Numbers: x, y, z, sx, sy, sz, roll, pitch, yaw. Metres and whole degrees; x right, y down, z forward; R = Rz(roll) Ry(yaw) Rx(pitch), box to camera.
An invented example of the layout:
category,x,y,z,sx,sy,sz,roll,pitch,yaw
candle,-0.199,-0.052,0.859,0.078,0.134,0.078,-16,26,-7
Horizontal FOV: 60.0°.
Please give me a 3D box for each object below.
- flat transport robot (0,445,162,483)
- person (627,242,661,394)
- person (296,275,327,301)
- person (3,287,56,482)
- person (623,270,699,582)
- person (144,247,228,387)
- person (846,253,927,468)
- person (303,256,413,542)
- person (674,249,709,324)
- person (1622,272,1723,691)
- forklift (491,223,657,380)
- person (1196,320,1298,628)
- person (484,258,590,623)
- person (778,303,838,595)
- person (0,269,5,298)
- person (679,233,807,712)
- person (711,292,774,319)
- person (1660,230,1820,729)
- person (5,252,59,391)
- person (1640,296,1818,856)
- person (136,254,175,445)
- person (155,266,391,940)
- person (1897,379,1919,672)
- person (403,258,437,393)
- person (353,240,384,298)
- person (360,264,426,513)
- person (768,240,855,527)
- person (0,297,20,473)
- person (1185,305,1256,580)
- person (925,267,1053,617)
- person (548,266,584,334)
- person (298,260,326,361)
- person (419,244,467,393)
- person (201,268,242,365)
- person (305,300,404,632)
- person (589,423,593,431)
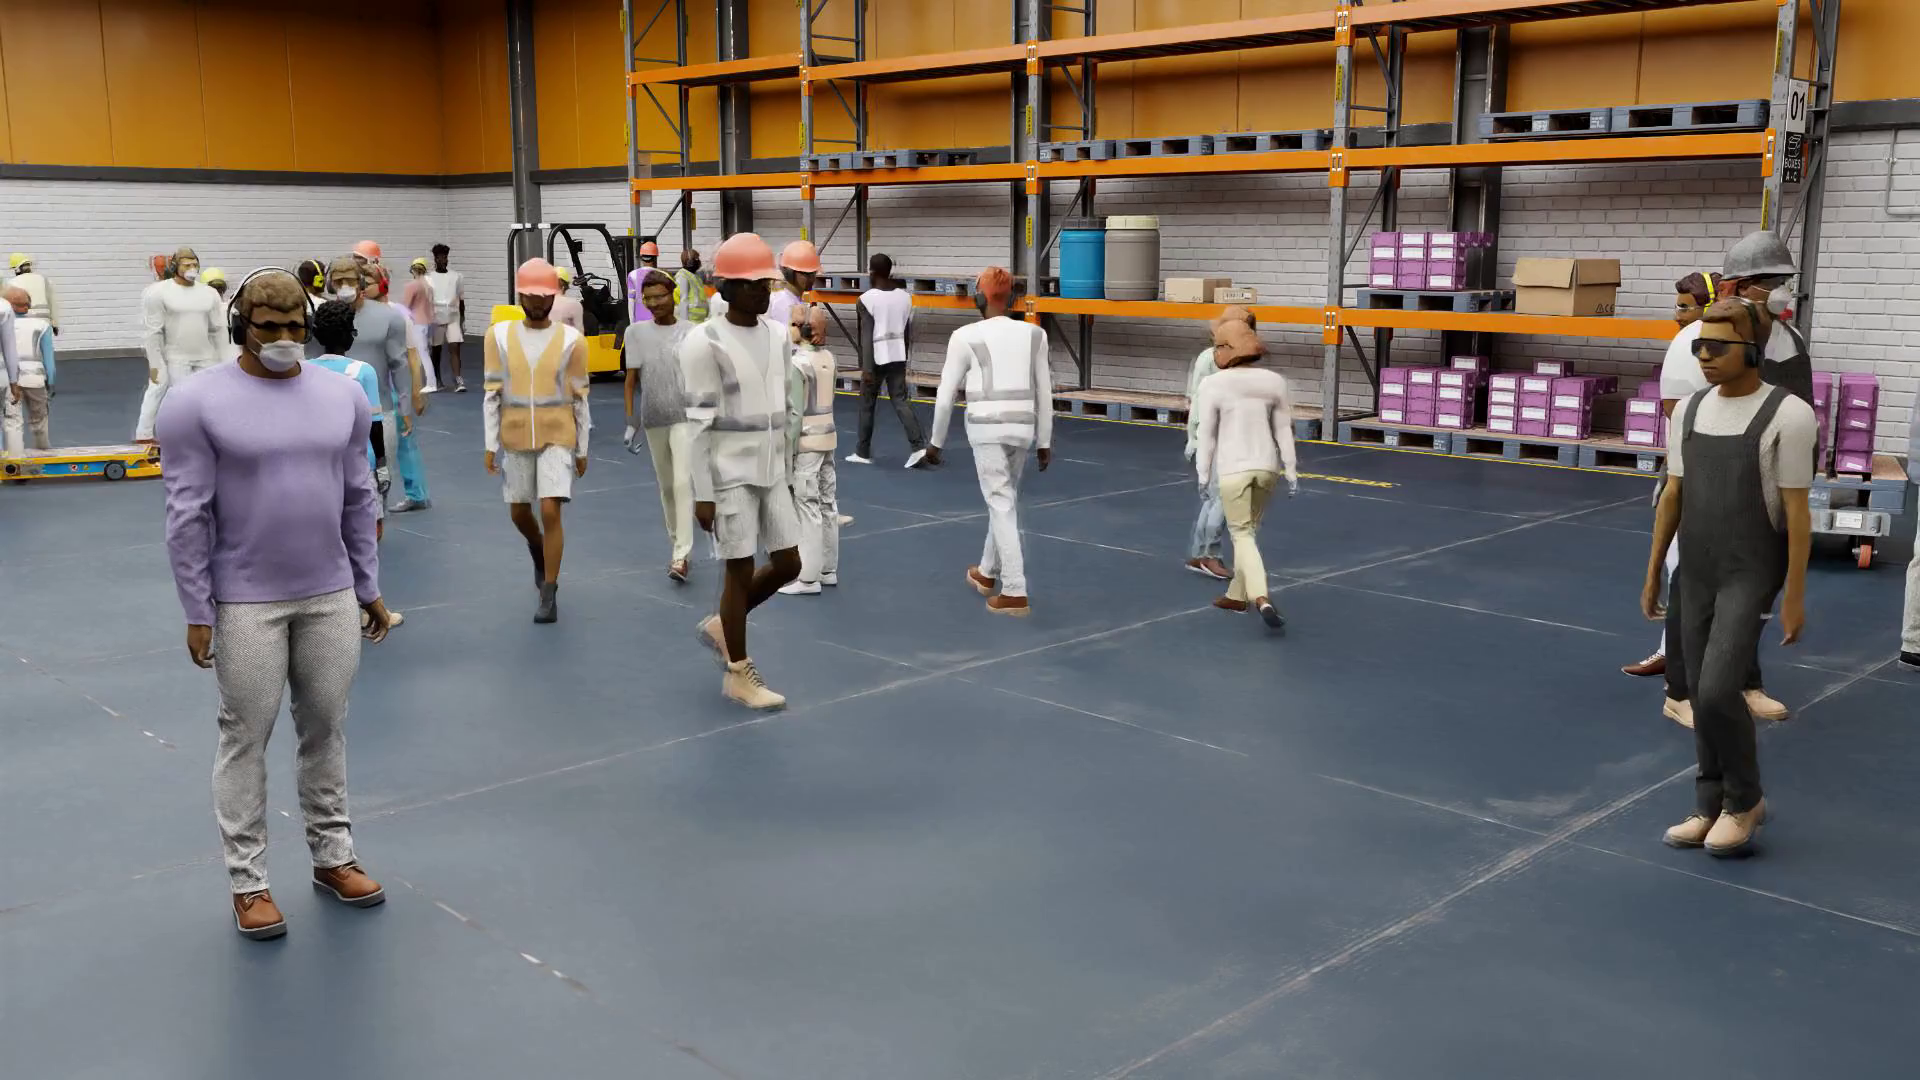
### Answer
category,x,y,z,sx,sy,sz,roll,pitch,yaw
flat transport robot,-7.390,-0.644,13.885,1.431,0.197,0.652,-4,11,-22
person,-3.960,-2.838,21.299,0.553,1.935,0.362,0,10,2
person,-5.846,-1.589,15.122,0.496,1.706,0.867,-9,13,-39
person,-7.782,-1.291,13.800,0.513,1.597,0.854,-5,12,-25
person,-1.718,-0.665,9.785,0.498,1.811,0.983,0,10,-1
person,-6.435,-1.479,13.927,0.439,1.925,0.657,8,13,36
person,-0.633,-1.562,14.533,0.602,1.882,0.991,-9,14,-40
person,-3.771,-0.825,10.431,0.629,1.907,0.871,-5,11,-24
person,-3.417,-2.779,21.234,0.429,1.847,0.625,1,10,6
person,3.261,-0.248,7.386,0.330,1.865,0.518,-2,11,-9
forklift,-5.316,-3.263,22.920,2.313,2.155,1.214,-10,14,-44
person,1.518,-0.343,8.646,0.535,1.593,0.753,-4,11,-19
person,-2.248,-0.555,8.925,0.550,1.912,0.792,-1,10,-5
person,-0.850,-0.508,9.397,0.308,1.645,0.514,4,11,21
person,-12.203,-2.769,20.773,0.398,1.990,0.622,4,11,21
person,-0.942,-0.283,7.111,0.528,2.030,0.614,8,13,39
person,-1.809,-1.480,13.979,0.586,1.909,0.455,-2,11,-12
person,3.241,-0.238,6.843,0.683,2.000,0.537,-5,11,-24
person,-11.927,-2.771,21.304,0.538,1.800,0.616,5,12,27
person,2.470,0.134,5.391,0.425,1.827,0.537,-5,11,-24
person,-7.455,-1.786,15.839,0.969,1.830,0.608,-7,13,-35
person,-1.980,0.175,4.885,0.371,1.934,0.627,9,14,42
person,4.614,-0.292,7.707,0.403,1.830,0.599,8,13,36
person,-7.012,-2.757,21.453,0.638,1.722,0.529,3,11,16
person,-6.317,-2.185,17.643,0.630,1.973,0.626,6,12,29
person,-4.207,-1.054,11.921,0.567,1.809,0.859,9,13,39
person,-1.246,-1.046,11.403,0.928,2.001,0.612,1,10,5
person,-7.364,-1.203,12.440,0.614,1.924,0.838,-8,13,-38
person,1.589,-0.576,9.824,0.518,1.607,0.548,-10,15,-44
person,0.153,-0.552,9.070,0.610,1.838,0.930,-5,12,-27
person,-4.051,-1.862,16.582,0.561,1.718,0.884,2,11,11
person,-5.454,-1.448,14.075,0.542,1.809,0.973,5,12,27
person,-6.694,-2.864,21.522,0.626,1.911,1.025,-6,12,-31
person,-6.622,-1.549,14.835,0.557,1.726,0.857,-10,14,-43
person,-3.149,-0.371,8.501,0.531,1.697,0.320,3,11,17
person,-4.114,-1.853,16.894,0.878,1.581,0.566,3,11,17
